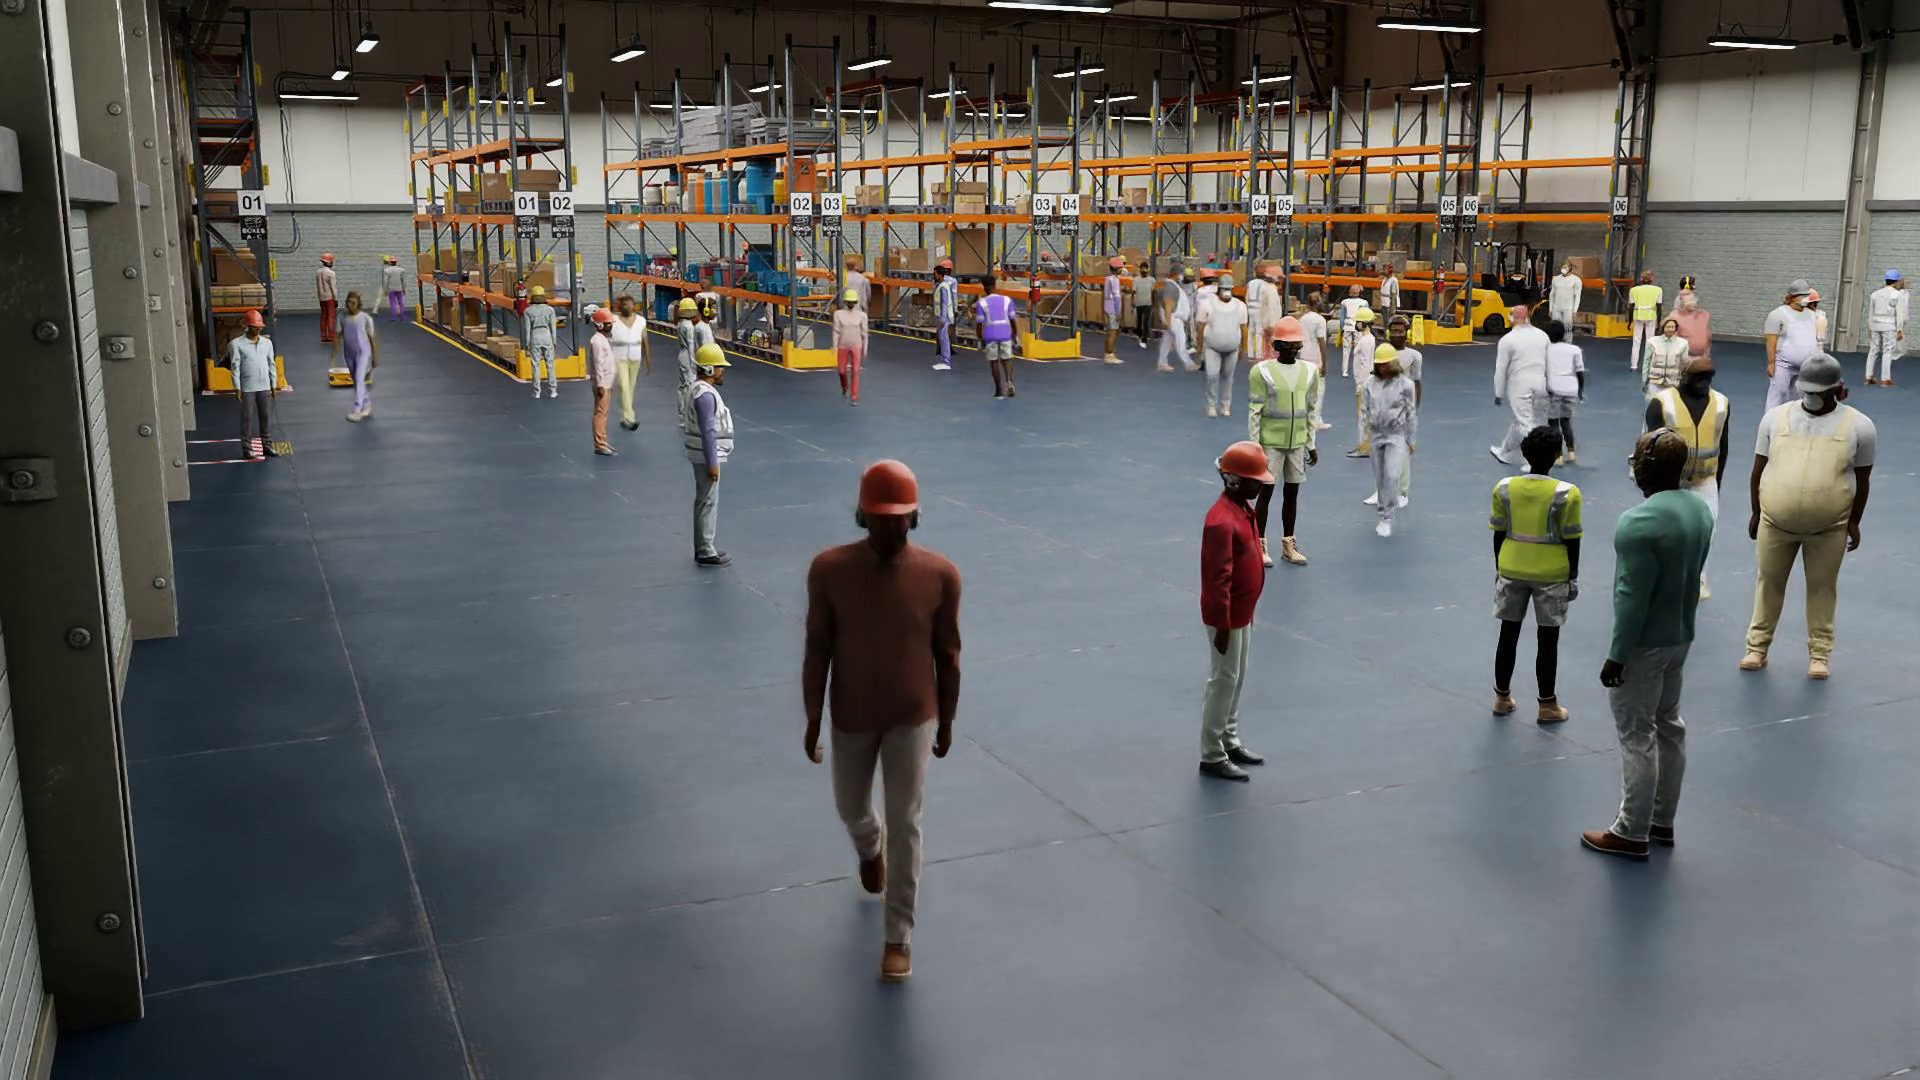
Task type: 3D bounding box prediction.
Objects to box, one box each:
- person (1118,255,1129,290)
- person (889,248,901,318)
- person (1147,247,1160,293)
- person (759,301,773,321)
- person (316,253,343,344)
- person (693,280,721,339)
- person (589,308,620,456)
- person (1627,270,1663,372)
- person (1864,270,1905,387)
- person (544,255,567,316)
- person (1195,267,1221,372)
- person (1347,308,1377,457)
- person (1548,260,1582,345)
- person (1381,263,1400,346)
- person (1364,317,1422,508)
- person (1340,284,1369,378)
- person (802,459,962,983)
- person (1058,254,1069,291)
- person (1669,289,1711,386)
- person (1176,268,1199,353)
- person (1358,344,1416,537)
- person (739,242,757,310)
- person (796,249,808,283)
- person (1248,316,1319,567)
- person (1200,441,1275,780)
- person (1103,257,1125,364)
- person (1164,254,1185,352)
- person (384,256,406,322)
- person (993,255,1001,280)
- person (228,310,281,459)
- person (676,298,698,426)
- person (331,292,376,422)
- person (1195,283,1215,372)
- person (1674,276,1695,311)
[{"bbox_3d":[4.223,-6.543,43.475,0.296,1.772,0.533,-8,14,-36],"label":"person"},{"bbox_3d":[-1.841,-7.081,45.860,0.401,1.906,0.650,-5,12,-23],"label":"person"},{"bbox_3d":[4.881,-6.447,42.333,0.401,2.036,0.606,-3,11,-14],"label":"person"},{"bbox_3d":[-5.221,-6.774,44.341,0.398,1.899,0.636,-5,12,-26],"label":"person"},{"bbox_3d":[-13.948,-5.329,36.757,0.622,1.990,0.405,7,13,32],"label":"person"},{"bbox_3d":[-4.858,-4.170,31.855,0.519,1.594,0.852,-6,13,-27],"label":"person"},{"bbox_3d":[-4.243,-1.891,19.869,0.341,1.752,0.563,-1,11,-3],"label":"person"},{"bbox_3d":[12.398,-3.953,30.137,0.563,1.838,0.389,5,12,22],"label":"person"},{"bbox_3d":[15.431,-3.525,27.720,0.420,1.940,0.611,-5,12,-22],"label":"person"},{"bbox_3d":[-11.459,-7.108,46.508,0.905,1.695,0.578,-2,11,-12],"label":"person"},{"bbox_3d":[4.561,-3.984,30.158,0.549,1.900,0.939,-6,13,-28],"label":"person"},{"bbox_3d":[4.757,-1.859,19.681,0.310,1.768,0.533,3,12,16],"label":"person"},{"bbox_3d":[11.995,-4.576,33.049,0.372,1.940,0.632,-11,16,-44],"label":"person"},{"bbox_3d":[8.945,-4.835,34.639,0.393,1.836,0.561,-1,11,-7],"label":"person"},{"bbox_3d":[4.262,-1.253,16.332,0.533,1.871,0.320,11,15,44],"label":"person"},{"bbox_3d":[6.900,-3.652,29.114,0.524,1.639,0.308,7,13,33],"label":"person"},{"bbox_3d":[-0.296,0.634,6.503,0.618,1.970,0.870,1,11,3],"label":"person"},{"bbox_3d":[3.213,-7.803,50.211,0.515,1.641,0.309,-3,11,-13],"label":"person"},{"bbox_3d":[9.786,-2.422,22.293,0.679,1.875,0.400,-3,11,-13],"label":"person"},{"bbox_3d":[4.711,-4.748,34.418,0.321,1.742,0.492,-9,14,-38],"label":"person"},{"bbox_3d":[3.775,-0.884,14.853,0.489,1.708,0.778,7,13,33],"label":"person"},{"bbox_3d":[-6.301,-7.854,49.486,0.614,2.031,0.409,3,12,15],"label":"person"},{"bbox_3d":[-5.062,-8.278,52.379,0.574,1.737,0.354,-2,11,-10],"label":"person"},{"bbox_3d":[2.648,-0.798,13.579,0.608,2.044,0.377,-3,12,-16],"label":"person"},{"bbox_3d":[1.411,0.356,8.497,0.351,1.739,0.573,4,12,20],"label":"person"},{"bbox_3d":[2.957,-4.380,31.783,0.391,2.040,0.614,-2,11,-11],"label":"person"},{"bbox_3d":[4.481,-4.956,34.716,0.686,2.000,0.535,-9,14,-38],"label":"person"},{"bbox_3d":[-14.948,-6.635,43.986,0.573,1.747,0.335,-9,14,-38],"label":"person"},{"bbox_3d":[1.069,-7.711,49.780,0.277,1.627,0.502,-5,12,-24],"label":"person"},{"bbox_3d":[-8.274,-1.821,19.546,0.349,1.744,0.564,8,14,35],"label":"person"},{"bbox_3d":[-3.650,-2.386,22.417,0.294,1.744,0.487,-6,13,-29],"label":"person"},{"bbox_3d":[-8.419,-2.570,23.249,0.509,1.801,0.989,1,11,6],"label":"person"},{"bbox_3d":[4.613,-3.903,30.472,0.522,1.614,0.712,5,12,24],"label":"person"},{"bbox_3d":[11.557,-3.272,26.607,0.330,1.869,0.518,2,11,10],"label":"person"}]
